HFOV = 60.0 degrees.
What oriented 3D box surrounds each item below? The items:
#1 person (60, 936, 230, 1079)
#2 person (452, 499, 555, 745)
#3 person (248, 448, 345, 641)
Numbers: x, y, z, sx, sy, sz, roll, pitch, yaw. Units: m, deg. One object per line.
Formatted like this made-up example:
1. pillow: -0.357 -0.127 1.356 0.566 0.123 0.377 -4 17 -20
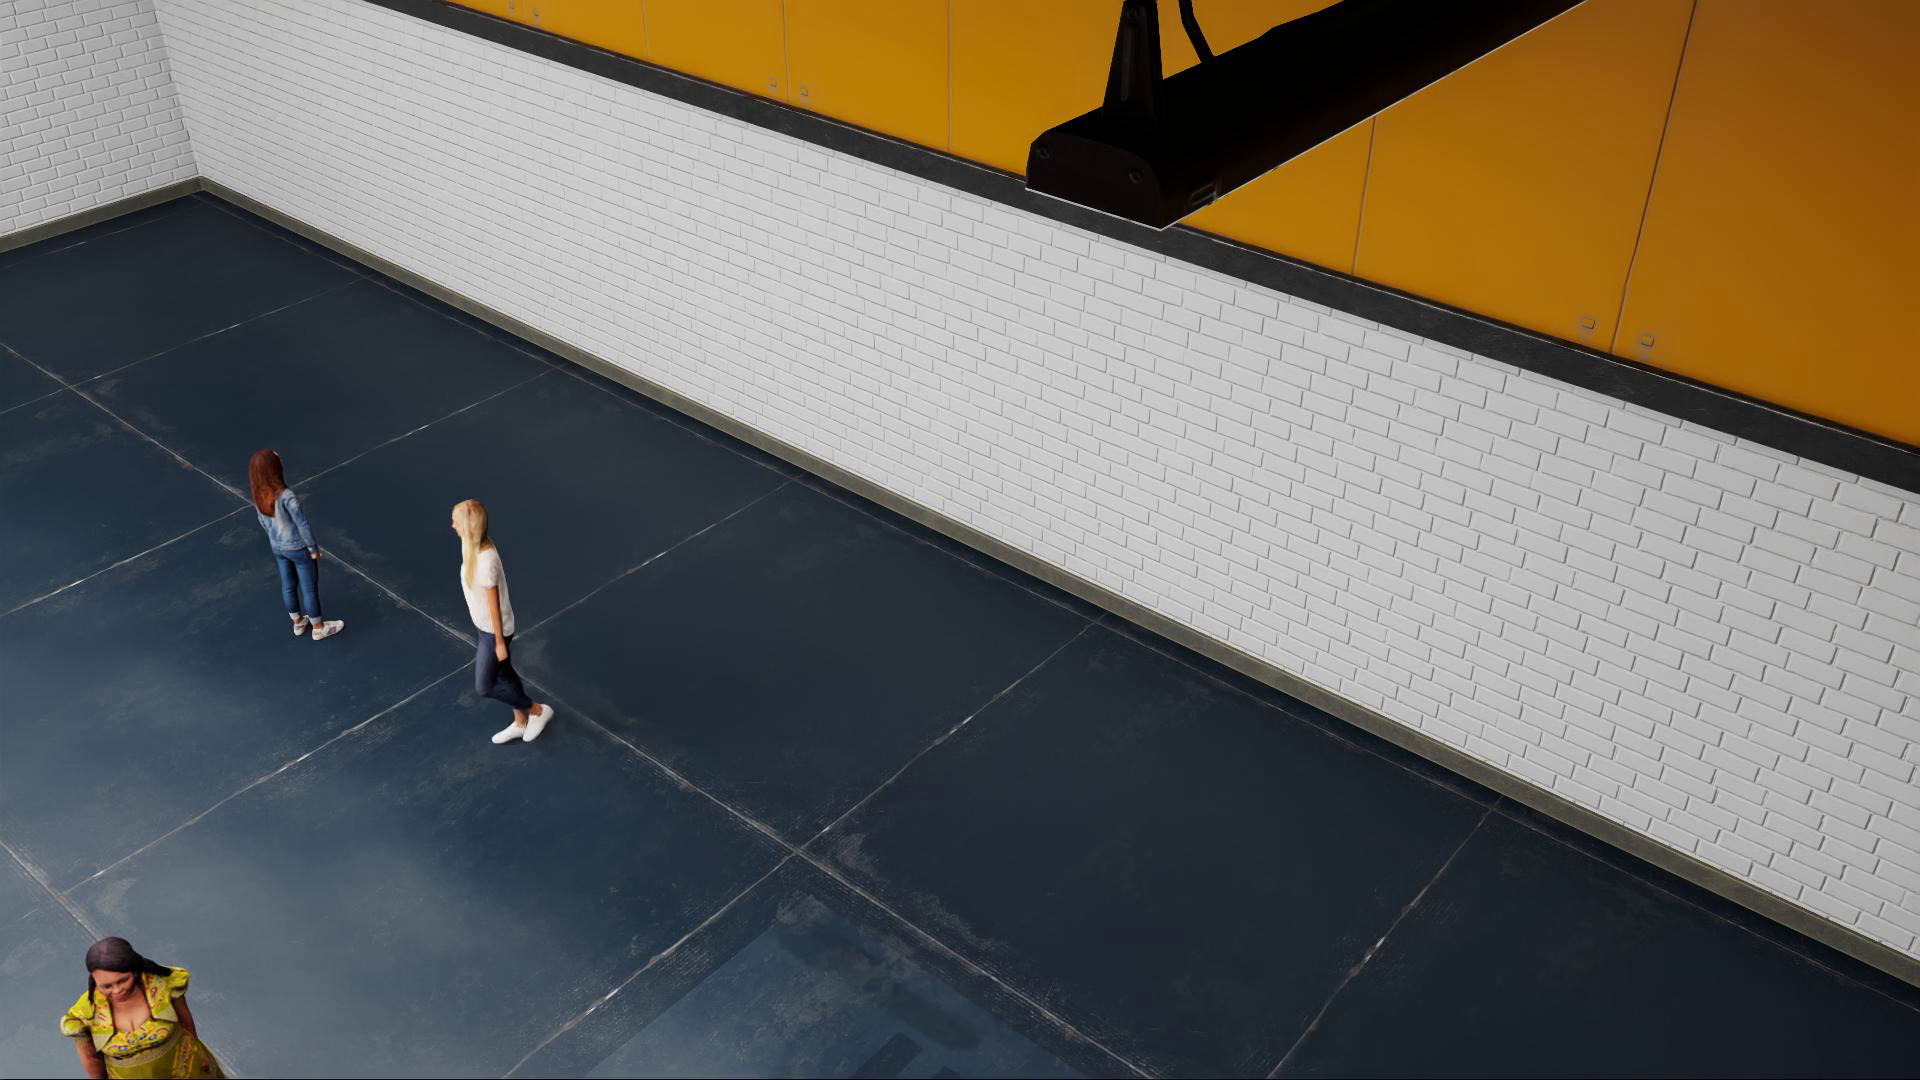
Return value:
1. person: -3.660 2.406 7.546 0.797 1.660 0.976 -24 40 -31
2. person: -2.771 0.523 10.241 0.800 1.800 0.746 -14 36 -20
3. person: -4.542 0.030 11.275 0.612 1.477 0.585 14 36 21
